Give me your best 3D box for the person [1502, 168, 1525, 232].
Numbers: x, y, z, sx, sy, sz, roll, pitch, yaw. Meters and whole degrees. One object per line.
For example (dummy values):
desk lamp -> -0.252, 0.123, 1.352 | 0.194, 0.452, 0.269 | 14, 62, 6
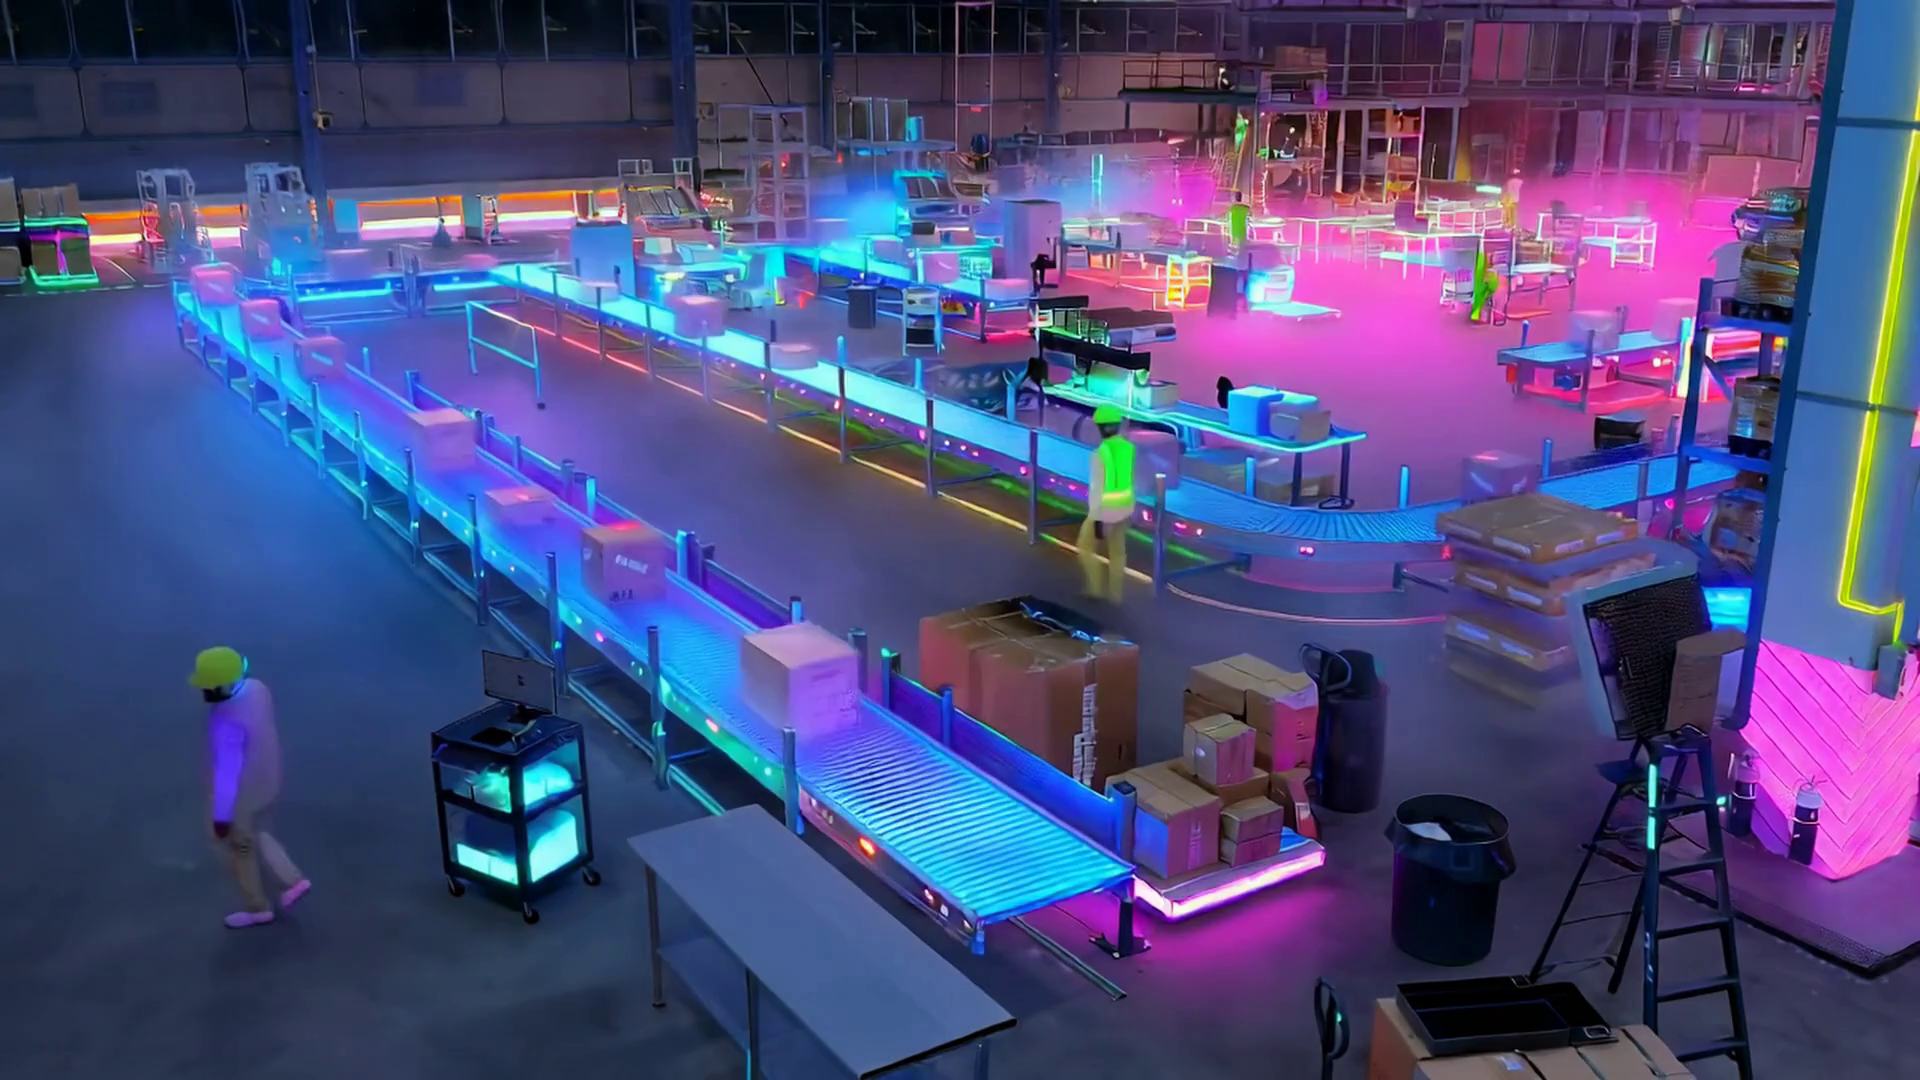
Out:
person -> 14.583, -8.923, 43.884 | 0.535, 1.717, 0.903 | -6, 18, -18

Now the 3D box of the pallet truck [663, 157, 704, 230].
pallet truck -> -7.586, -9.308, 44.692 | 0.823, 1.965, 1.885 | -11, 20, -33

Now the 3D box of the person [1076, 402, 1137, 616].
person -> 1.284, -0.272, 14.738 | 0.595, 1.927, 0.503 | -15, 22, -40

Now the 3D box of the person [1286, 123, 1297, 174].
person -> 12.693, -15.014, 63.801 | 0.381, 1.924, 0.593 | 5, 17, 15

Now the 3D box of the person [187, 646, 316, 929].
person -> -4.027, 1.403, 9.412 | 0.480, 1.793, 0.625 | -1, 17, -3

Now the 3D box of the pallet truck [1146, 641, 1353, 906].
pallet truck -> 1.664, 1.407, 10.232 | 1.630, 1.274, 0.653 | -10, 20, -31

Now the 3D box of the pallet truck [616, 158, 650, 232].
pallet truck -> -8.918, -9.176, 44.255 | 0.823, 1.965, 1.885 | -9, 19, -27

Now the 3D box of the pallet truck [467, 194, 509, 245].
pallet truck -> -11.983, -8.177, 42.137 | 0.704, 1.261, 1.522 | -11, 20, -33

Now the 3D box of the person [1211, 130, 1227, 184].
person -> 9.283, -13.735, 59.623 | 0.575, 1.882, 0.361 | 7, 18, 23

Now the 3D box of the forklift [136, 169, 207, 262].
forklift -> -17.842, -7.318, 37.559 | 1.157, 1.987, 2.680 | -10, 20, -31

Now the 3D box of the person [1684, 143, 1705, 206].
person -> 22.700, -11.268, 51.339 | 0.400, 1.923, 0.577 | 15, 22, 41

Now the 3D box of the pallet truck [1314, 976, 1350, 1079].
pallet truck -> 2.299, 2.390, 7.086 | 1.601, 1.201, 0.680 | -2, 17, -7

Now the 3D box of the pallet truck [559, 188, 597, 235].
pallet truck -> -10.010, -8.652, 43.699 | 0.653, 1.274, 1.630 | -10, 20, -31

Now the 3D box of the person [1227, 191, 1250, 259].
person -> 5.996, -6.547, 35.735 | 0.517, 1.864, 0.334 | 10, 19, 30

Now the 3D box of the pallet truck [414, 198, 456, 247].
pallet truck -> -13.250, -8.060, 41.856 | 0.680, 1.201, 1.601 | -10, 20, -31

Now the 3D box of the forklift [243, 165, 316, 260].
forklift -> -15.898, -7.669, 38.708 | 1.157, 1.987, 2.680 | -11, 20, -33
